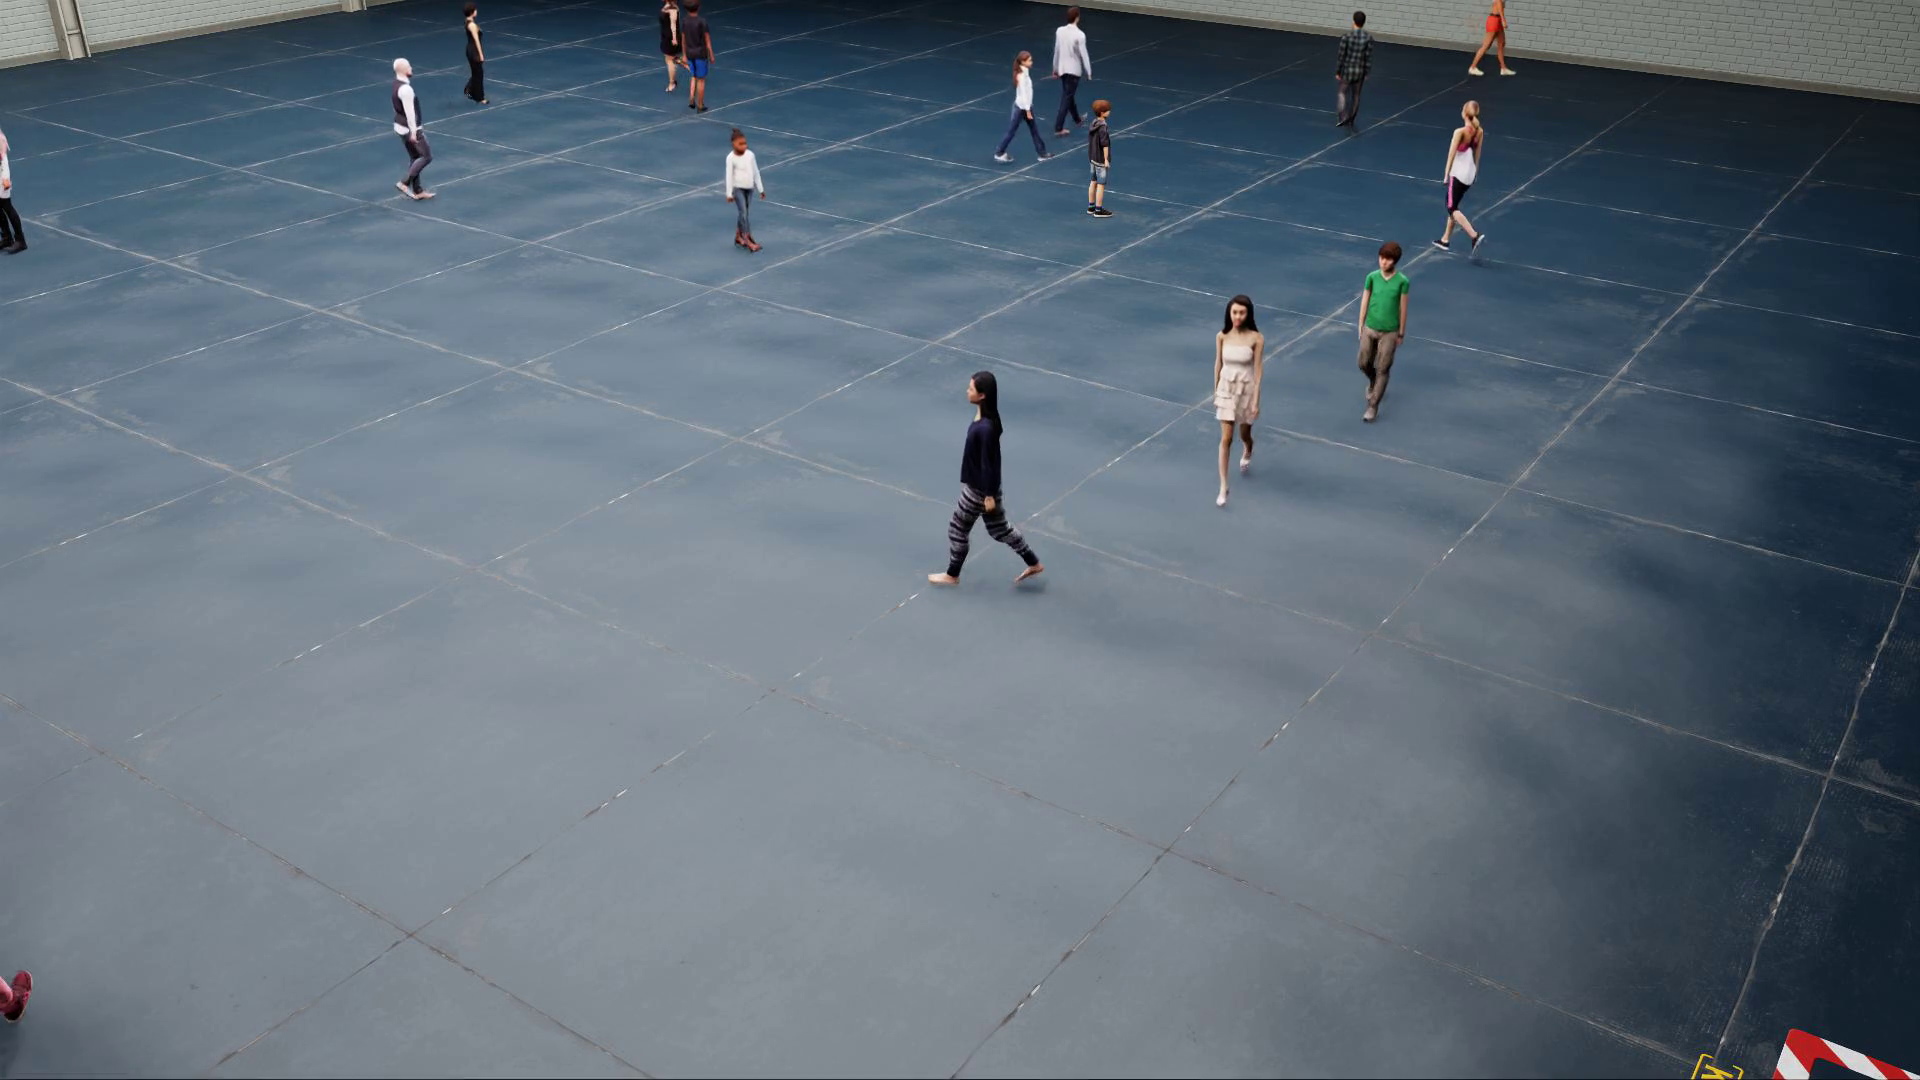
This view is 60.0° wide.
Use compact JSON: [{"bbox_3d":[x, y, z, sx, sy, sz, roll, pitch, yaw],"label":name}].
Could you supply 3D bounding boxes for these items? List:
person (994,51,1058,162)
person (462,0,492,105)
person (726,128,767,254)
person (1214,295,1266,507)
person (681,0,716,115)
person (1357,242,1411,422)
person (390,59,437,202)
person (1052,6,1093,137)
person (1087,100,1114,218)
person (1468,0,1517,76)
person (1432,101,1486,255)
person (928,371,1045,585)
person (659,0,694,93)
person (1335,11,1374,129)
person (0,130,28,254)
[{"bbox_3d":[0.786,-5.976,23.089,0.929,1.511,1.094,4,28,8],"label":"person"},{"bbox_3d":[-7.754,-7.672,26.297,0.736,1.591,0.698,-16,31,-28],"label":"person"},{"bbox_3d":[-2.597,-4.133,19.603,0.886,1.427,0.730,-24,36,-38],"label":"person"},{"bbox_3d":[2.296,-1.165,13.537,0.731,1.704,1.096,11,29,20],"label":"person"},{"bbox_3d":[-4.108,-7.501,25.751,0.655,1.787,0.677,11,29,21],"label":"person"},{"bbox_3d":[3.847,-1.919,15.070,0.626,1.640,0.822,14,30,25],"label":"person"},{"bbox_3d":[-7.110,-5.217,21.286,0.873,1.812,0.798,-21,34,-35],"label":"person"},{"bbox_3d":[1.553,-6.867,24.494,0.829,1.810,1.164,24,35,38],"label":"person"},{"bbox_3d":[1.752,-4.800,20.875,0.657,1.447,0.623,-11,29,-21],"label":"person"},{"bbox_3d":[8.998,-8.747,28.206,0.795,1.754,1.005,9,29,17],"label":"person"},{"bbox_3d":[5.859,-4.159,19.285,1.053,1.764,0.956,-14,30,-26],"label":"person"},{"bbox_3d":[0.256,-0.409,12.078,1.023,1.695,1.119,3,27,5],"label":"person"},{"bbox_3d":[-4.607,-8.168,27.146,1.004,1.695,0.940,-5,28,-10],"label":"person"},{"bbox_3d":[5.829,-6.962,24.680,0.871,1.707,0.915,2,27,3],"label":"person"},{"bbox_3d":[-11.308,-4.268,19.454,0.677,1.803,0.643,12,29,21],"label":"person"}]
